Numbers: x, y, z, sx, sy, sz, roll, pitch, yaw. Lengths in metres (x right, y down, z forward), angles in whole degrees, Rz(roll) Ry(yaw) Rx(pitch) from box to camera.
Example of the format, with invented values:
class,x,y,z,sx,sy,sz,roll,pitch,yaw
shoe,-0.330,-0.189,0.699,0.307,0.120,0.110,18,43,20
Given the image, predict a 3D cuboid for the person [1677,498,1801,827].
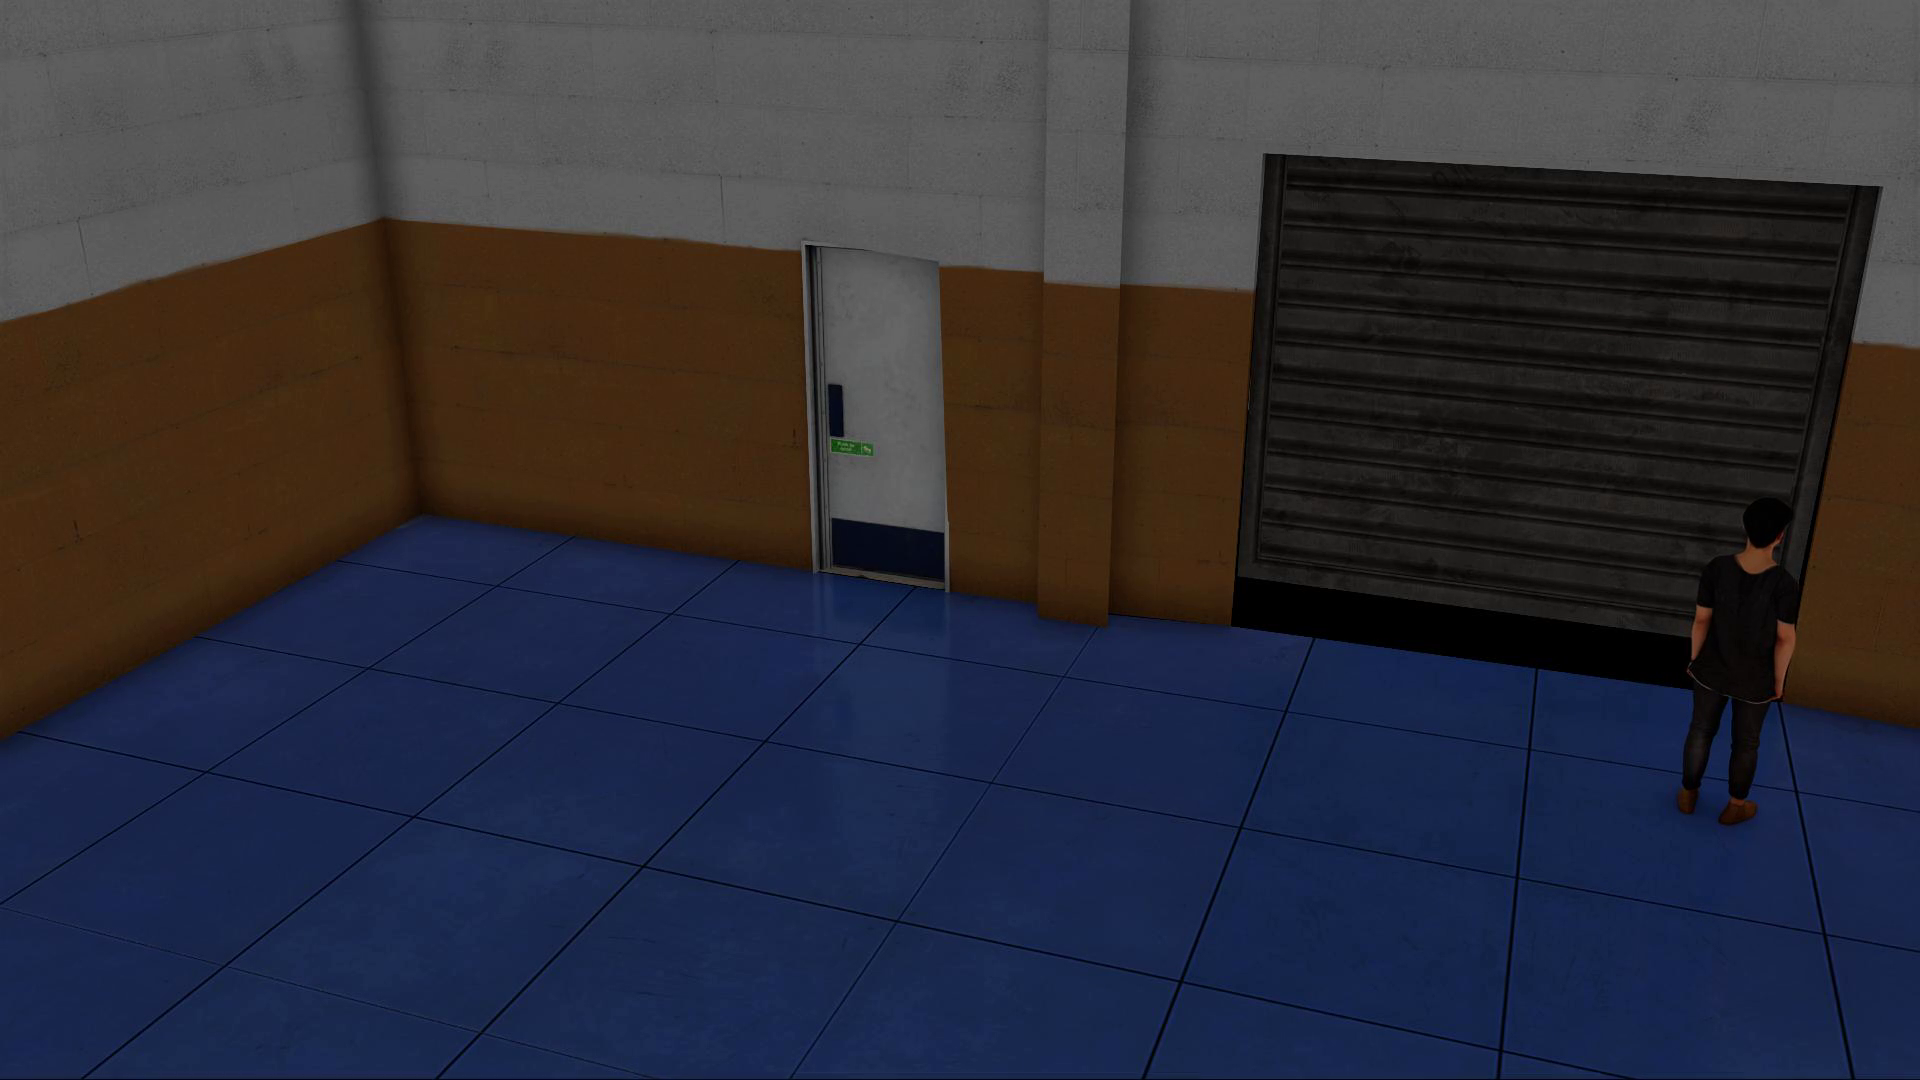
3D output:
class,x,y,z,sx,sy,sz,roll,pitch,yaw
person,3.839,0.606,8.210,0.602,1.717,0.746,17,27,36
